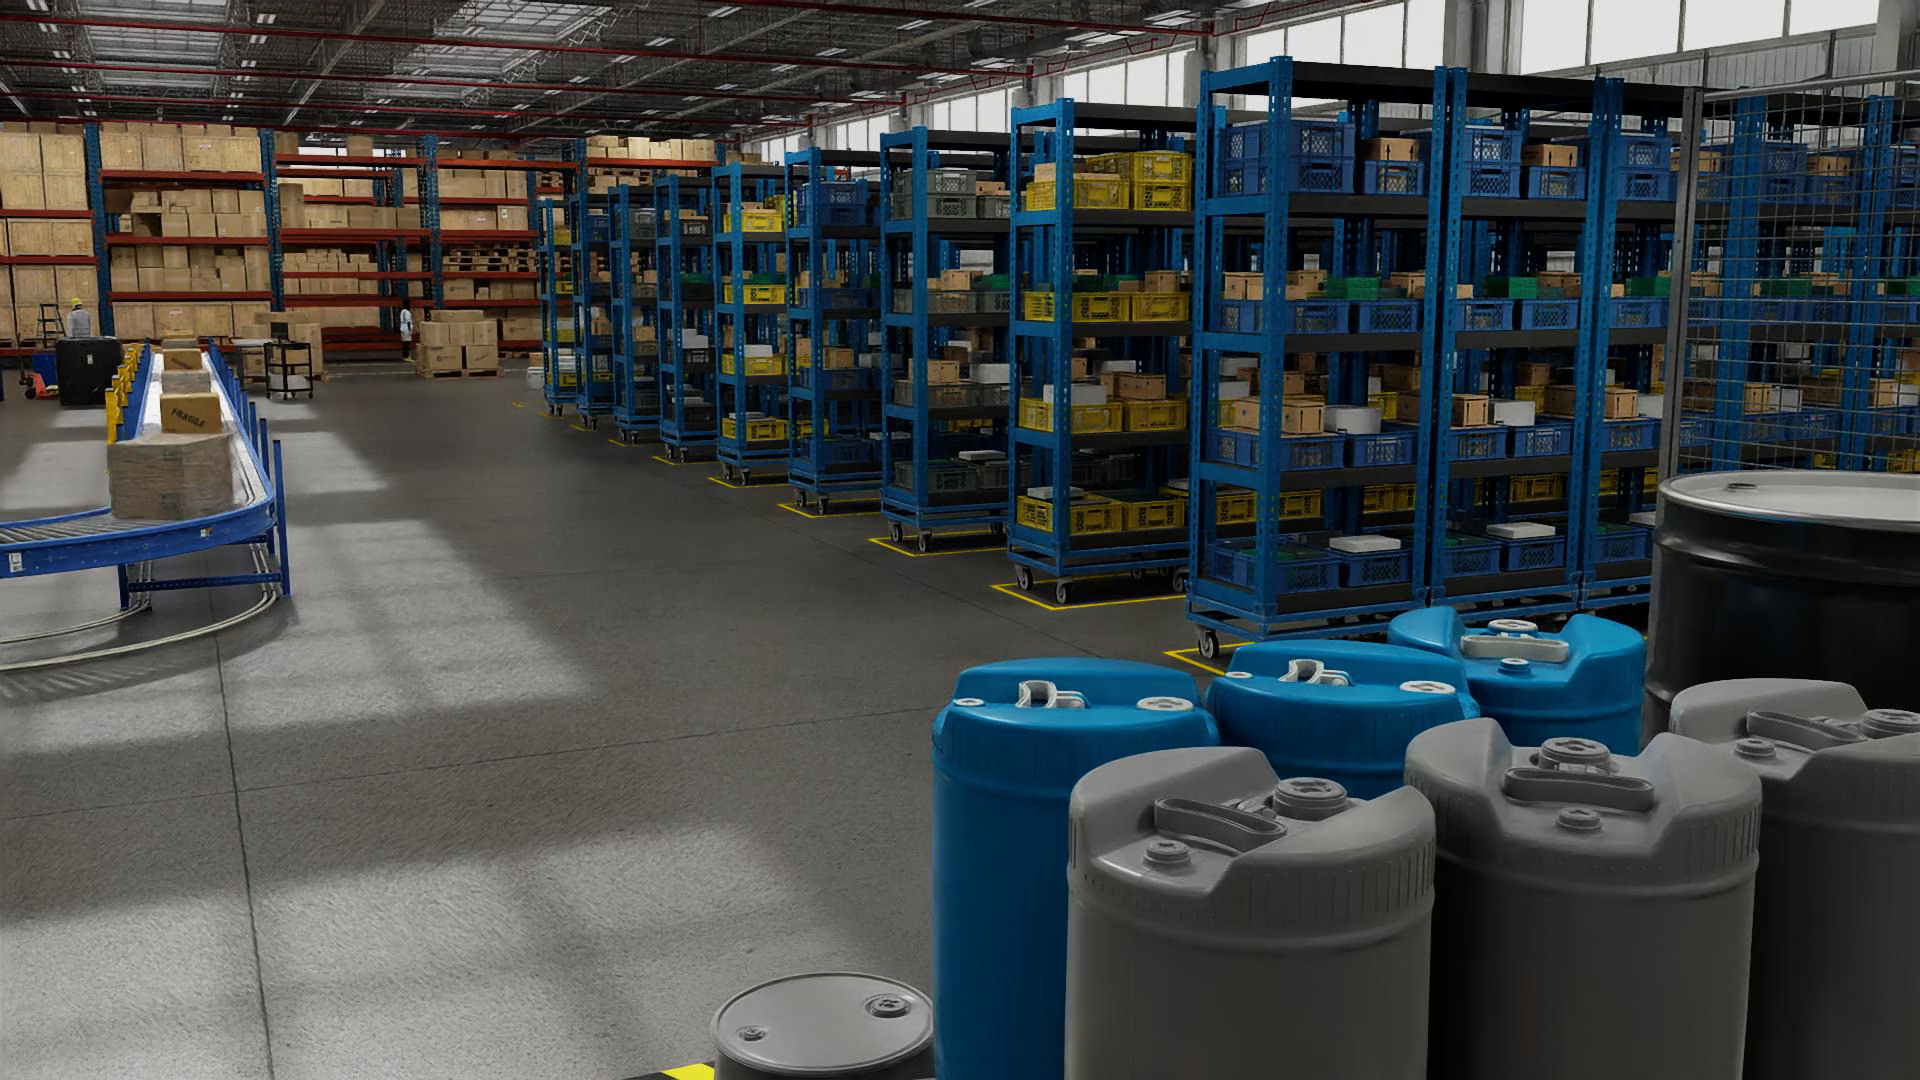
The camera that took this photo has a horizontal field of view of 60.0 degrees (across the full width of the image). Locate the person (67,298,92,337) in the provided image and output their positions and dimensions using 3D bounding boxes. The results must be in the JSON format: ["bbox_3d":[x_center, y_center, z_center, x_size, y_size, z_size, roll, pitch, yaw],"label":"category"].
[{"bbox_3d":[-20.203,-4.641,38.172,0.404,1.821,0.589,5,10,26],"label":"person"}]

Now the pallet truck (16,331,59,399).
[{"bbox_3d":[-17.082,-3.353,31.781,1.630,1.274,0.653,-4,10,-25],"label":"pallet truck"}]

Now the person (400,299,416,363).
[{"bbox_3d":[-14.723,-5.564,44.269,0.322,1.697,0.531,-6,11,-33],"label":"person"}]

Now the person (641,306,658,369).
[{"bbox_3d":[-5.669,-3.401,30.109,0.585,1.936,0.627,-2,9,-11],"label":"person"}]

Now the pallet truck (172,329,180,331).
[{"bbox_3d":[-17.275,-3.851,35.096,1.601,1.201,0.680,0,9,1],"label":"pallet truck"}]
